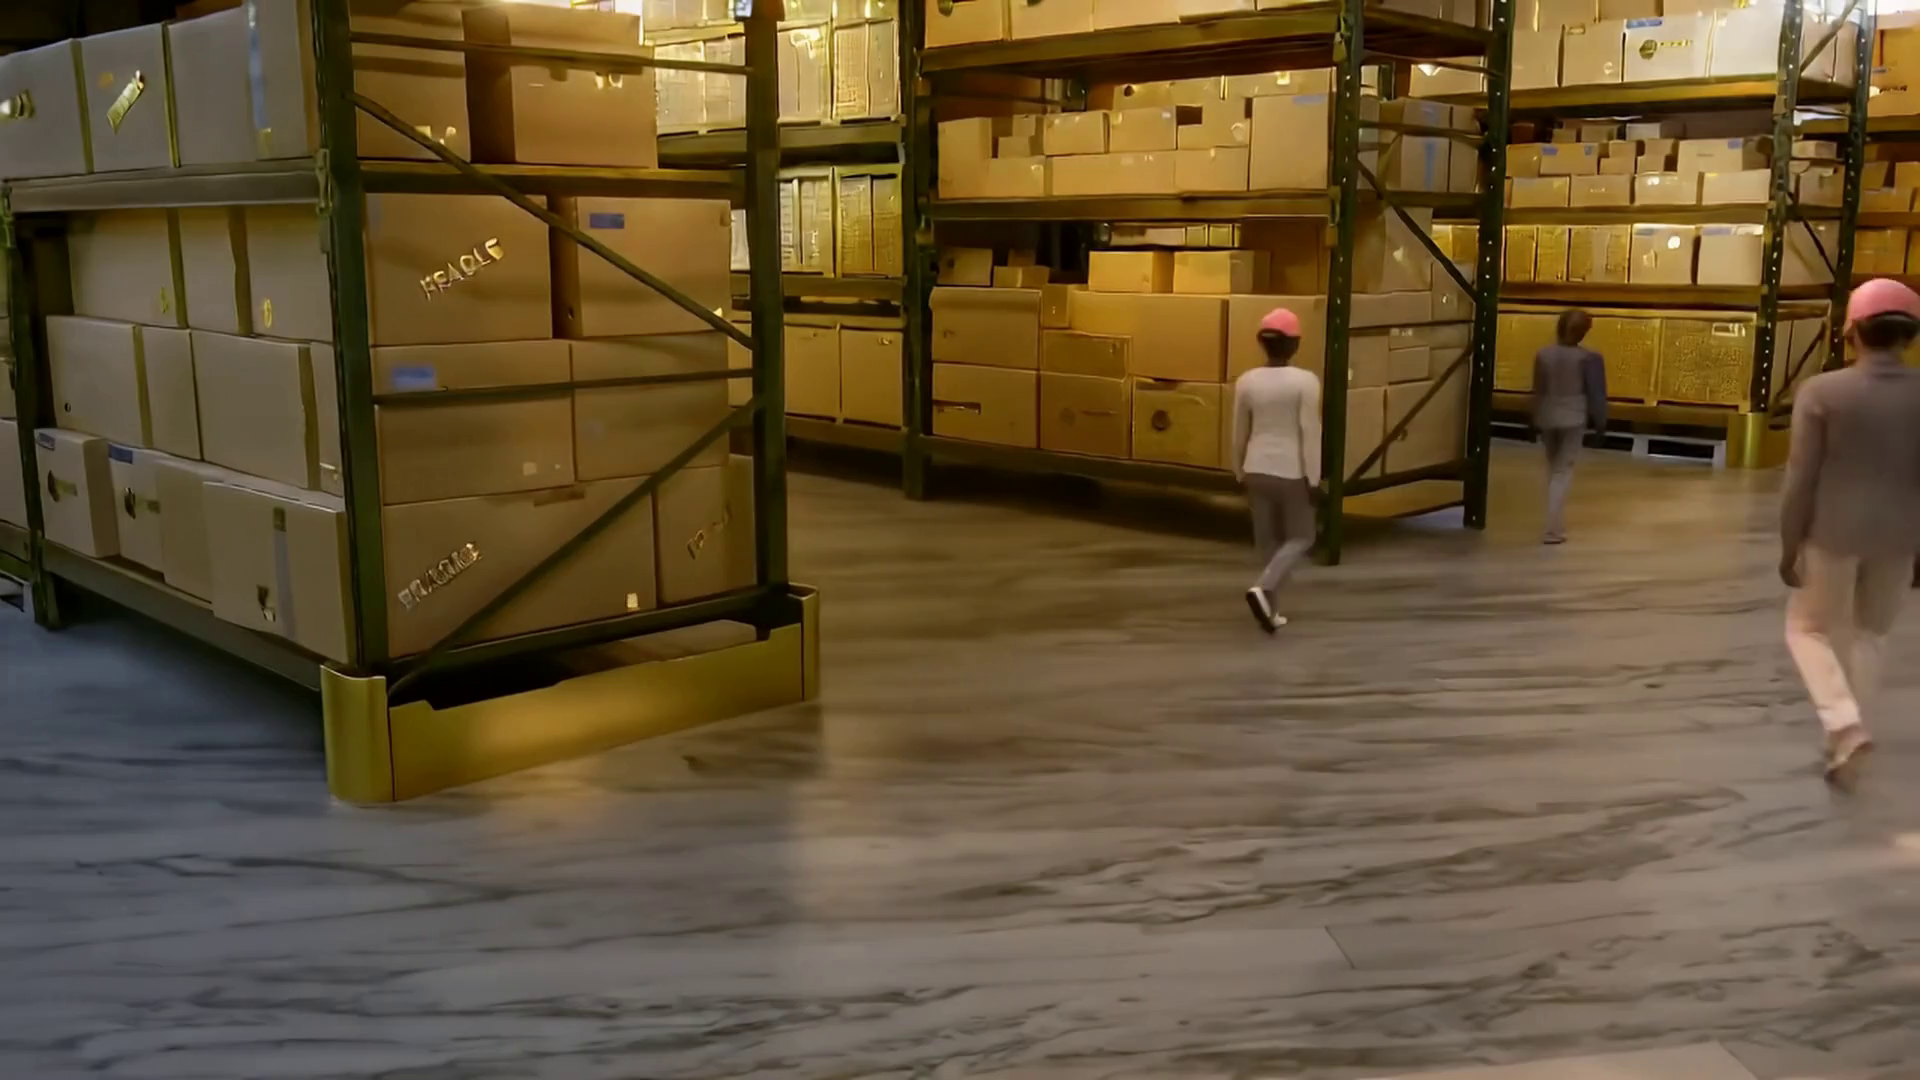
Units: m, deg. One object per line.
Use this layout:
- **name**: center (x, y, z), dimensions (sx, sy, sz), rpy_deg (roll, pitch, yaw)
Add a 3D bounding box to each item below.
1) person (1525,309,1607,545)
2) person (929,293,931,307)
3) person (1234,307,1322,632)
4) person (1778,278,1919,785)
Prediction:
- **person**: center (4.249, -0.785, 11.569), dimensions (0.706, 1.619, 0.540), rpy_deg (-9, 14, -40)
- **person**: center (-0.519, -2.445, 19.891), dimensions (0.946, 1.902, 0.556), rpy_deg (7, 13, 35)
- **person**: center (1.652, -0.351, 8.811), dimensions (0.529, 1.752, 0.474), rpy_deg (10, 14, 42)
- **person**: center (3.428, 0.006, 6.300), dimensions (0.605, 1.970, 0.589), rpy_deg (1, 10, 7)
